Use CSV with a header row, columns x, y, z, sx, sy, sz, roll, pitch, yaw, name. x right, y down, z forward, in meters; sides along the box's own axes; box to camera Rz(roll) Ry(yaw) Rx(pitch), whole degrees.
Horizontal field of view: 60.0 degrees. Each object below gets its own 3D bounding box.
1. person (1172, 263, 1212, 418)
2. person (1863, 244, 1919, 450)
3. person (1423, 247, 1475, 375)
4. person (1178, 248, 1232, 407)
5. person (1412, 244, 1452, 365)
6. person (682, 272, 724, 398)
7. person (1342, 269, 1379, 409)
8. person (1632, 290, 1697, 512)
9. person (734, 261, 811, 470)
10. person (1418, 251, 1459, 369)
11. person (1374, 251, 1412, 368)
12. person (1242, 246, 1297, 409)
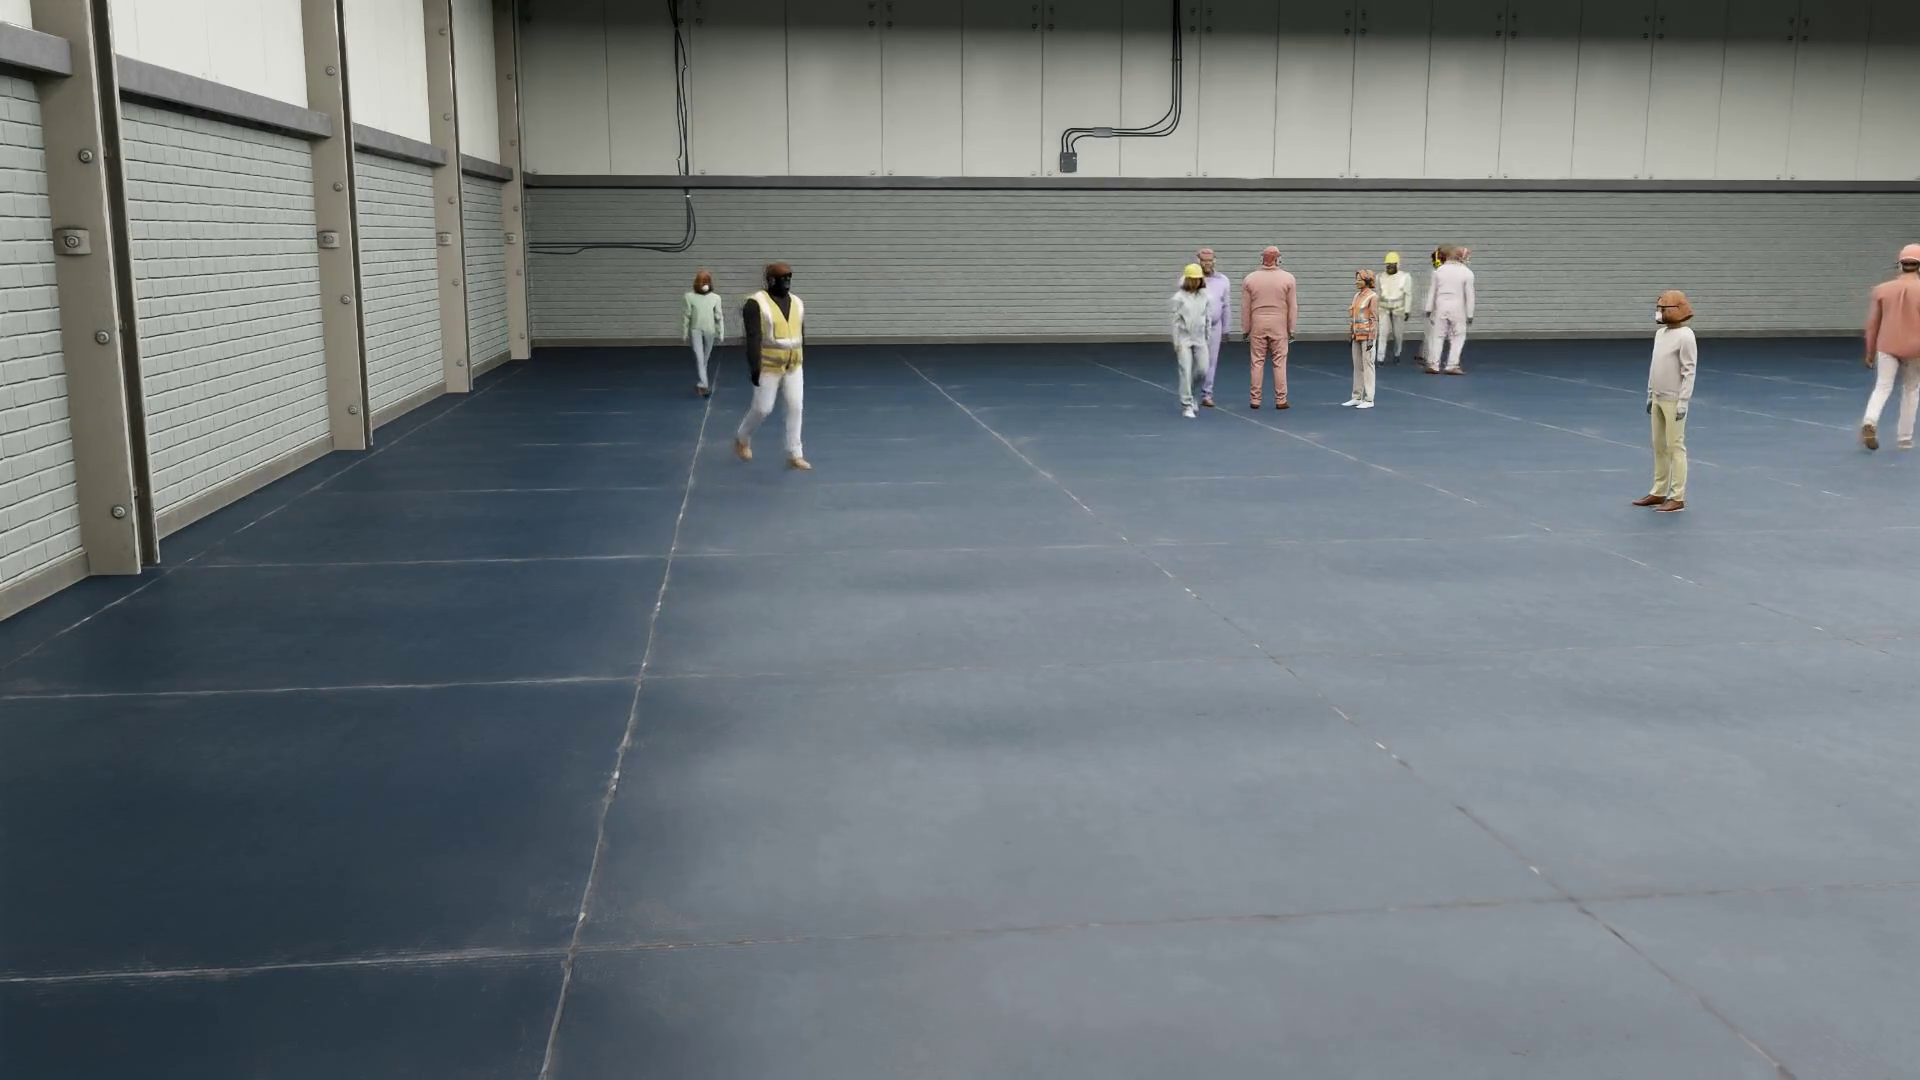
x,y,z,sx,sy,sz,roll,pitch,yaw,name
2.603,-2.244,18.737,0.489,1.728,0.414,-3,11,-15,person
8.864,-1.807,15.724,0.871,1.963,0.614,-10,14,-44,person
7.213,-3.358,24.487,0.772,1.869,0.402,10,14,43,person
2.922,-2.520,19.819,0.647,1.893,0.433,-2,10,-9,person
7.627,-3.731,26.426,0.648,1.888,0.998,-4,11,-20,person
-3.242,-2.587,21.004,0.511,1.576,0.893,-5,12,-26,person
4.780,-2.379,19.712,0.309,1.641,0.514,-3,11,-16,person
5.235,-1.024,12.300,0.267,1.632,0.507,-1,10,-5,person
-1.658,-1.532,14.621,0.631,1.819,0.784,-8,13,-39,person
7.377,-3.488,25.355,0.564,1.809,0.972,-5,11,-24,person
6.765,-3.608,26.029,0.608,1.804,0.815,4,11,20,person
3.649,-2.492,19.601,0.637,1.911,0.403,4,11,19,person
